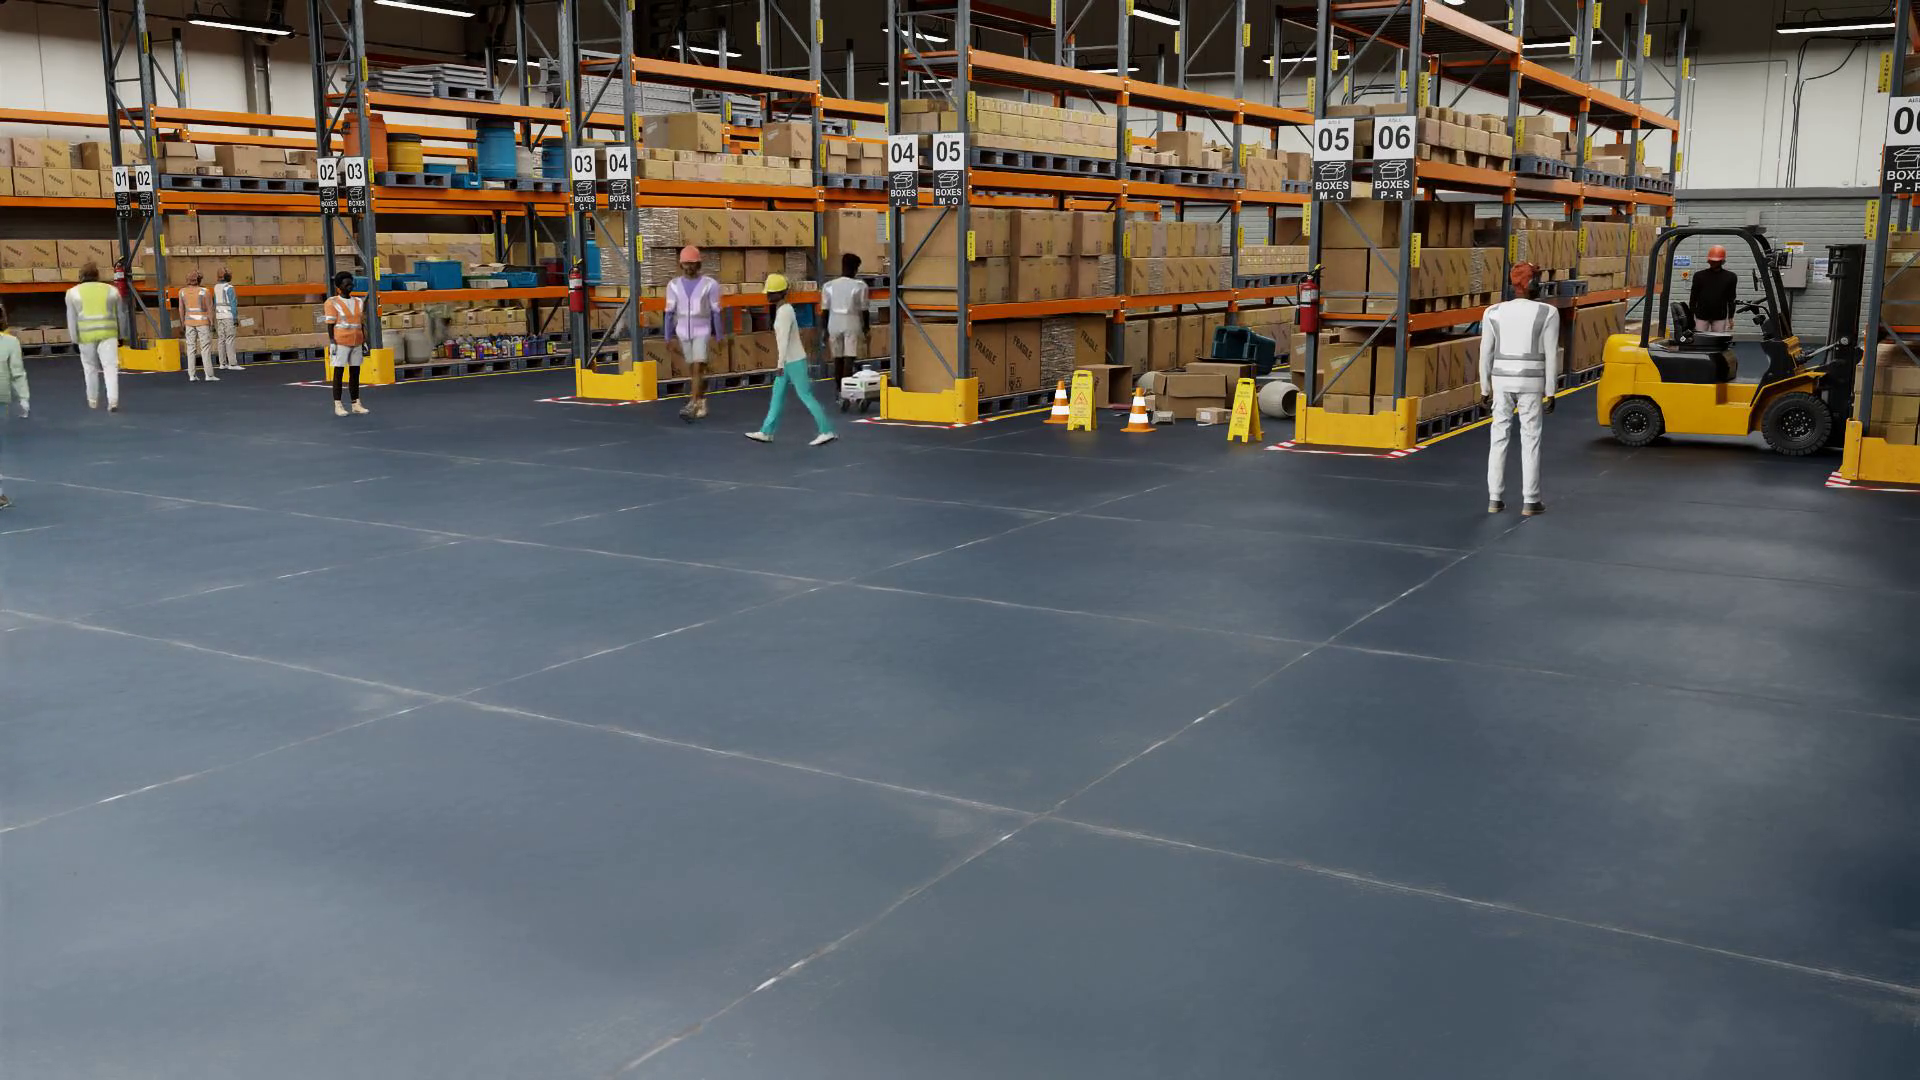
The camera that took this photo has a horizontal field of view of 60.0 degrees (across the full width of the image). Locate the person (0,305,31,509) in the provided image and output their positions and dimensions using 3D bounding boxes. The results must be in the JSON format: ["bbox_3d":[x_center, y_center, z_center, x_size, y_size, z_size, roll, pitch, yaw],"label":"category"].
[{"bbox_3d":[-7.331,-1.029,12.657,0.776,1.595,0.513,7,12,34],"label":"person"}]

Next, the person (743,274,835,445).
[{"bbox_3d":[-1.703,-1.788,16.617,0.932,1.711,0.555,-2,10,-9],"label":"person"}]

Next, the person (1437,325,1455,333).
[{"bbox_3d":[9.762,-4.902,33.202,0.534,2.023,0.630,5,11,27],"label":"person"}]

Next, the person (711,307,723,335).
[{"bbox_3d":[-3.797,-3.494,25.602,0.392,1.920,0.593,-4,11,-21],"label":"person"}]

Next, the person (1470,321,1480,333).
[{"bbox_3d":[9.038,-4.017,28.735,0.565,1.846,0.390,2,10,11],"label":"person"}]

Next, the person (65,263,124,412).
[{"bbox_3d":[-10.442,-2.449,20.128,0.620,1.797,1.001,-6,12,-30],"label":"person"}]

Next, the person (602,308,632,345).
[{"bbox_3d":[-6.787,-4.831,33.157,0.632,1.885,1.015,9,14,41],"label":"person"}]

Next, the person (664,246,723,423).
[{"bbox_3d":[-3.050,-2.335,18.912,0.631,1.985,1.073,2,10,10],"label":"person"}]

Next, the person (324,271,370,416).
[{"bbox_3d":[-7.212,-2.309,19.581,0.320,1.698,0.531,6,12,32],"label":"person"}]

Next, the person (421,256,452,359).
[{"bbox_3d":[-8.467,-3.705,27.056,0.591,1.821,0.644,6,12,29],"label":"person"}]

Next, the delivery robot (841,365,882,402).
[{"bbox_3d":[-1.124,-1.876,20.093,0.477,0.478,0.707,6,12,31],"label":"delivery robot"}]

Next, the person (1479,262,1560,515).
[{"bbox_3d":[4.176,-1.126,12.443,0.576,1.883,0.362,7,12,34],"label":"person"}]

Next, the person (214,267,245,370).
[{"bbox_3d":[-11.708,-3.527,26.569,0.523,1.638,0.310,7,12,34],"label":"person"}]

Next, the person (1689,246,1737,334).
[{"bbox_3d":[10.656,-3.166,23.580,0.611,1.985,0.393,4,11,21],"label":"person"}]

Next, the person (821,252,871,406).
[{"bbox_3d":[-1.453,-2.627,20.760,0.598,1.925,0.912,3,11,17],"label":"person"}]

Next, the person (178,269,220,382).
[{"bbox_3d":[-11.155,-3.131,24.350,0.522,1.639,0.305,1,10,4],"label":"person"}]

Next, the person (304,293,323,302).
[{"bbox_3d":[-12.041,-4.387,31.051,0.523,1.761,0.326,8,13,40],"label":"person"}]
